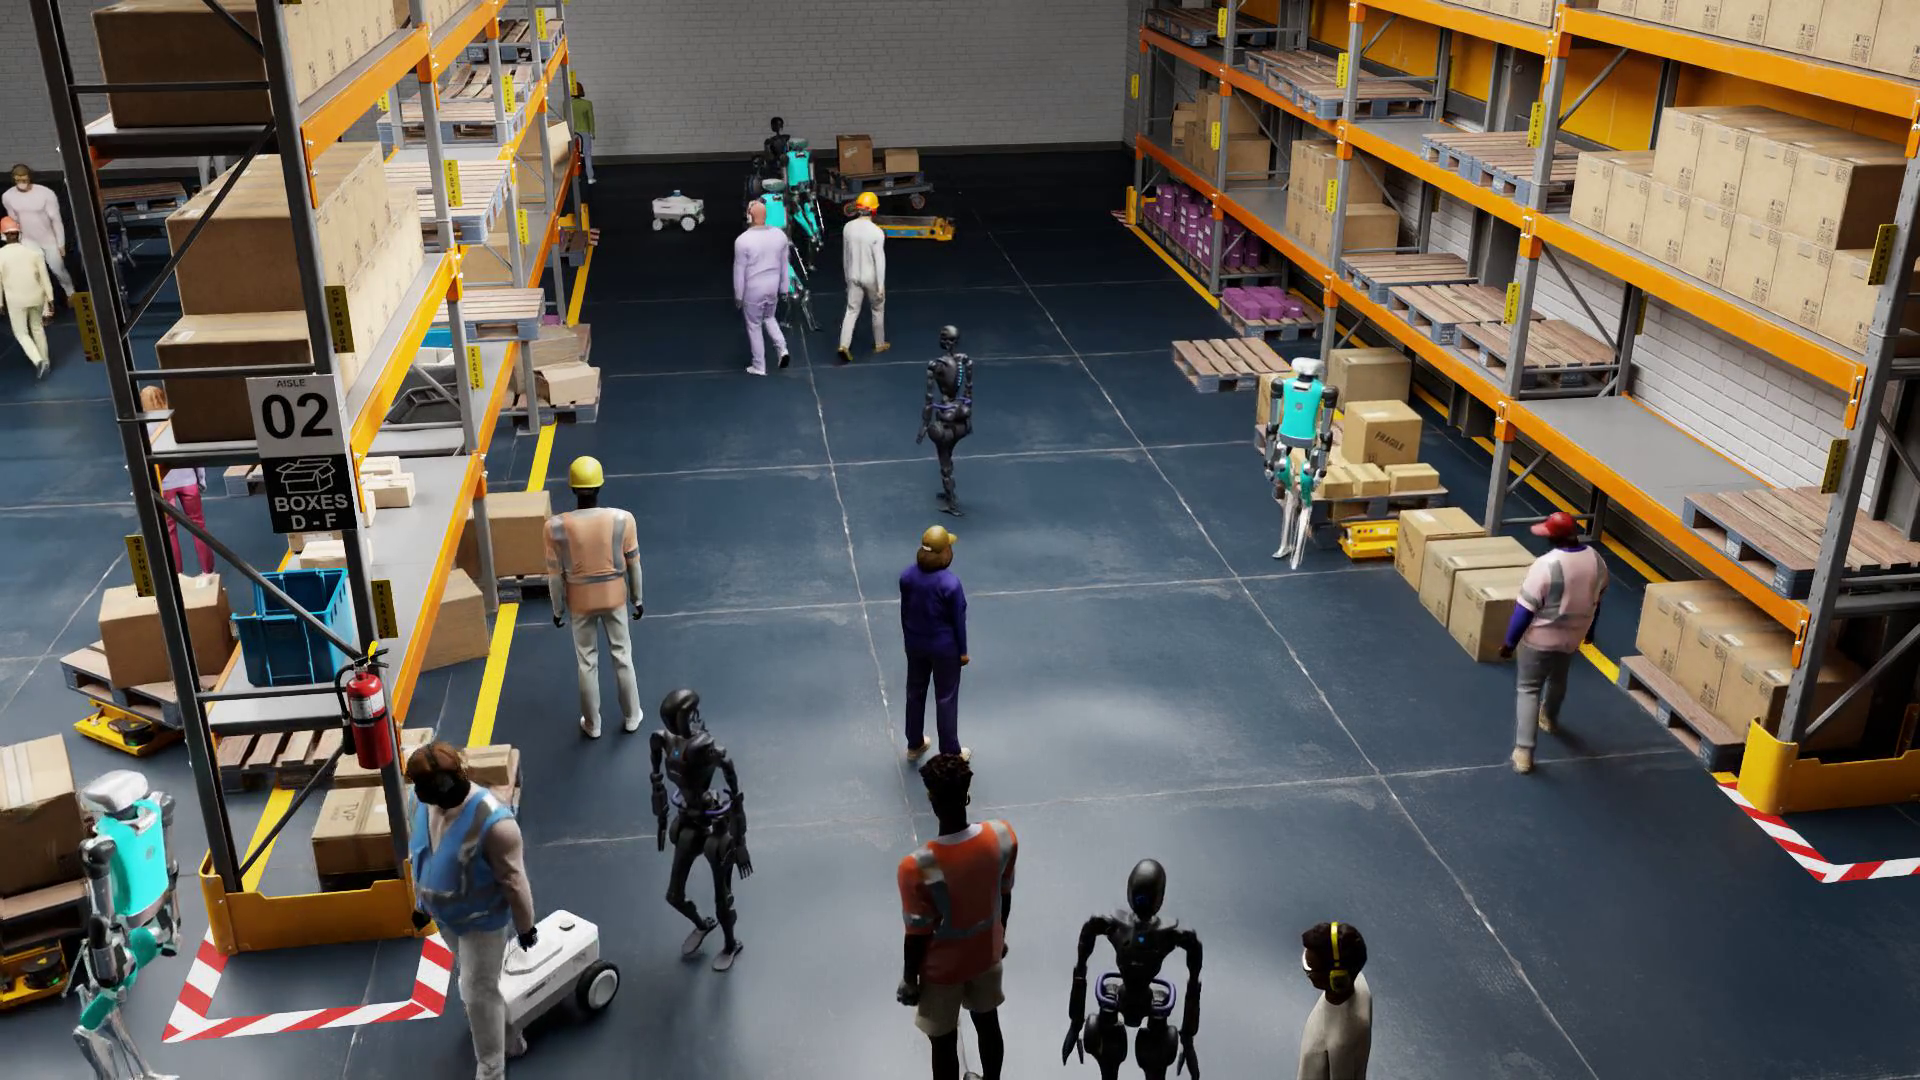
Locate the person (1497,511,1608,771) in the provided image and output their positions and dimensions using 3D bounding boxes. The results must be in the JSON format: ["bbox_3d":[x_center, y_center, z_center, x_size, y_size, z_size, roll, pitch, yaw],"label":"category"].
[{"bbox_3d":[3.726,0.574,10.595,0.685,1.699,0.663,-7,25,-16],"label":"person"}]

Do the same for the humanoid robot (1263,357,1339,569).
[{"bbox_3d":[2.747,-0.664,13.334,0.552,1.772,0.675,10,26,22],"label":"humanoid robot"}]

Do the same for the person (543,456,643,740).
[{"bbox_3d":[-2.351,0.377,10.759,0.592,1.924,0.379,-7,25,-16],"label":"person"}]

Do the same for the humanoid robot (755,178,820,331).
[{"bbox_3d":[-1.944,-3.221,19.324,0.804,1.881,0.546,14,27,29],"label":"humanoid robot"}]

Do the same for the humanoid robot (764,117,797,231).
[{"bbox_3d":[-2.561,-5.205,23.777,0.339,1.653,0.595,21,31,39],"label":"humanoid robot"}]

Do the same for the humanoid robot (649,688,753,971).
[{"bbox_3d":[-1.321,1.485,8.553,0.609,1.643,0.339,12,27,26],"label":"humanoid robot"}]

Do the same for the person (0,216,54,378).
[{"bbox_3d":[-9.935,-2.564,17.702,0.680,1.722,0.569,19,30,37],"label":"person"}]

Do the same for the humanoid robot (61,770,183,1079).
[{"bbox_3d":[-3.909,1.856,7.635,0.715,1.802,0.546,5,24,11],"label":"humanoid robot"}]

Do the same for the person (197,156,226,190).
[{"bbox_3d":[-11.585,-6.127,25.695,0.430,1.837,0.624,19,30,37],"label":"person"}]

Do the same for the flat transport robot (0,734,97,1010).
[{"bbox_3d":[-5.230,2.075,8.951,0.659,0.231,1.431,-14,27,-28],"label":"flat transport robot"}]

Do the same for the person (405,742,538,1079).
[{"bbox_3d":[-2.279,1.723,7.877,0.638,1.794,0.829,15,28,30],"label":"person"}]

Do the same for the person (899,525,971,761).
[{"bbox_3d":[-0.149,0.660,10.485,0.466,1.621,0.354,14,27,29],"label":"person"}]

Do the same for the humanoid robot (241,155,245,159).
[{"bbox_3d":[-9.123,-4.427,21.978,0.533,1.821,0.680,-8,25,-17],"label":"humanoid robot"}]

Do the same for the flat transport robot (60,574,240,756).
[{"bbox_3d":[-5.208,1.013,11.369,0.659,0.231,1.431,13,27,27],"label":"flat transport robot"}]

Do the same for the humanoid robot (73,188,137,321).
[{"bbox_3d":[-10.082,-3.392,19.636,0.599,1.657,0.315,-8,25,-18],"label":"humanoid robot"}]

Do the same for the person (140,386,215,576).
[{"bbox_3d":[-6.113,-0.406,12.912,0.498,1.629,0.287,-16,28,-32],"label":"person"}]

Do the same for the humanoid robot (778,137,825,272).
[{"bbox_3d":[-1.971,-4.300,21.652,0.537,1.783,0.772,-18,29,-35],"label":"humanoid robot"}]

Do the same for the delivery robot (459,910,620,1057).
[{"bbox_3d":[-2.134,2.179,8.335,0.508,0.576,0.747,15,28,30],"label":"delivery robot"}]

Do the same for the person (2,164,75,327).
[{"bbox_3d":[-10.911,-3.558,19.772,0.641,1.896,0.952,-4,24,-10],"label":"person"}]

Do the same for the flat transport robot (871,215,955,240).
[{"bbox_3d":[-0.804,-4.473,23.868,1.431,0.231,0.659,2,24,4],"label":"flat transport robot"}]

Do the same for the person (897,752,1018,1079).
[{"bbox_3d":[-0.025,1.832,7.406,0.605,1.957,0.386,-16,28,-32],"label":"person"}]

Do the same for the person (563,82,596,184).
[{"bbox_3d":[-6.181,-6.622,27.076,0.492,1.624,0.280,0,24,-1],"label":"person"}]

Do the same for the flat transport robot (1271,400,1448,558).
[{"bbox_3d":[3.400,-0.222,14.184,0.659,0.231,1.431,-3,24,-8],"label":"flat transport robot"}]

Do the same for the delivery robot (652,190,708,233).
[{"bbox_3d":[-4.084,-4.779,24.232,0.810,0.612,0.499,5,24,11],"label":"delivery robot"}]

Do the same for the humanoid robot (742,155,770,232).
[{"bbox_3d":[-2.602,-4.052,21.168,0.611,1.647,0.461,20,31,38],"label":"humanoid robot"}]

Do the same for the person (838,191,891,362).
[{"bbox_3d":[-1.081,-2.897,18.303,0.568,1.867,0.881,10,26,21],"label":"person"}]

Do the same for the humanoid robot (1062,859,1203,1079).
[{"bbox_3d":[0.735,2.109,7.124,0.600,1.645,0.469,4,24,9],"label":"humanoid robot"}]

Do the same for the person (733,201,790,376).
[{"bbox_3d":[-2.143,-2.670,17.746,0.646,1.894,0.450,-20,31,-39],"label":"person"}]

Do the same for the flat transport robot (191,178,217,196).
[{"bbox_3d":[-11.437,-5.627,26.498,1.431,0.231,0.659,-7,25,-15],"label":"flat transport robot"}]

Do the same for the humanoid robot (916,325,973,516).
[{"bbox_3d":[-0.143,-1.042,14.310,0.550,1.645,0.607,22,32,40],"label":"humanoid robot"}]

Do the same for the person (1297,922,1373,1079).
[{"bbox_3d":[1.406,2.274,6.517,0.329,1.865,0.505,5,24,12],"label":"person"}]
